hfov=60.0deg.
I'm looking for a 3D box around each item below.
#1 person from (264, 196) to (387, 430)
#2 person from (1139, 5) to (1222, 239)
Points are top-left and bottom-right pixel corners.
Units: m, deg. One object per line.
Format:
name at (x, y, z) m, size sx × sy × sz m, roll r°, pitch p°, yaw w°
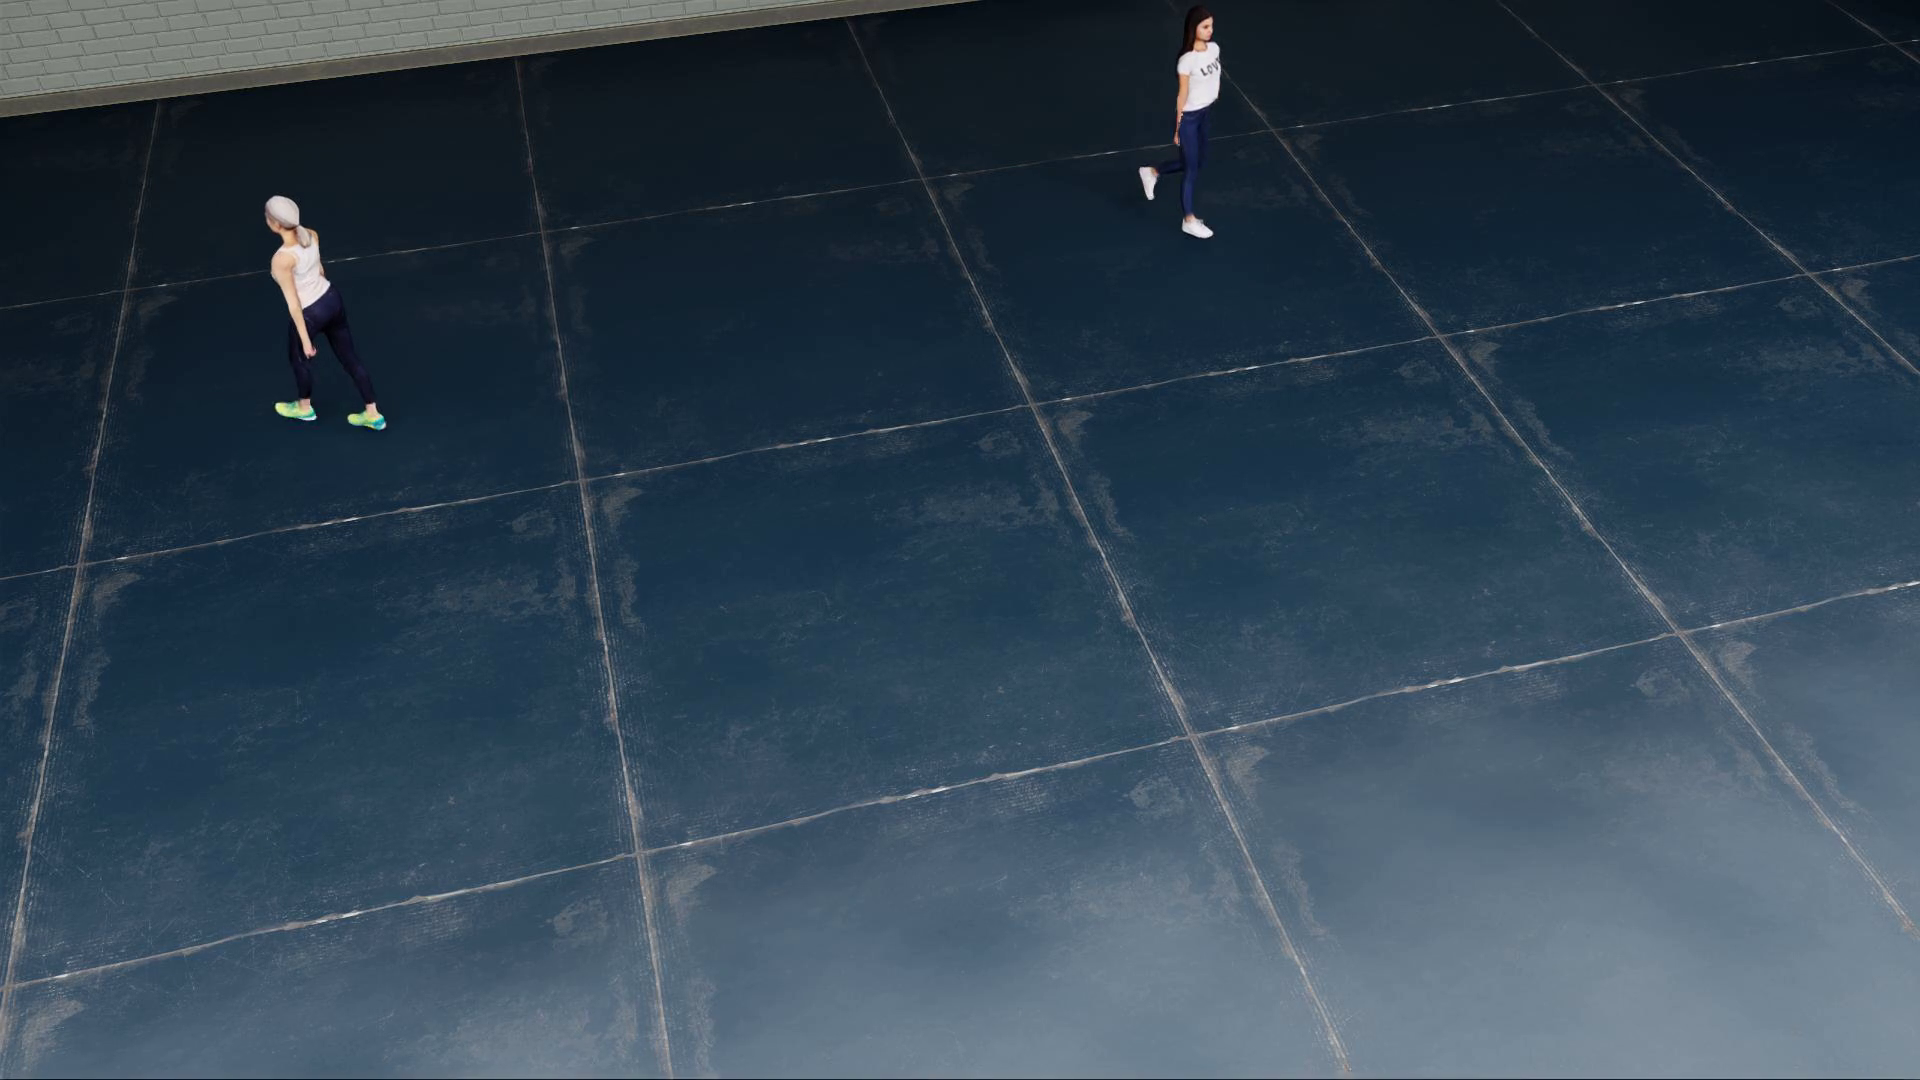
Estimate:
person at (-3.942, -1.369, 10.425) m, size 1.006 × 1.676 × 1.025 m, roll 12°, pitch 44°, yaw 13°
person at (1.632, -3.076, 12.192) m, size 1.060 × 1.760 × 0.914 m, roll 31°, pitch 51°, yaw 29°
